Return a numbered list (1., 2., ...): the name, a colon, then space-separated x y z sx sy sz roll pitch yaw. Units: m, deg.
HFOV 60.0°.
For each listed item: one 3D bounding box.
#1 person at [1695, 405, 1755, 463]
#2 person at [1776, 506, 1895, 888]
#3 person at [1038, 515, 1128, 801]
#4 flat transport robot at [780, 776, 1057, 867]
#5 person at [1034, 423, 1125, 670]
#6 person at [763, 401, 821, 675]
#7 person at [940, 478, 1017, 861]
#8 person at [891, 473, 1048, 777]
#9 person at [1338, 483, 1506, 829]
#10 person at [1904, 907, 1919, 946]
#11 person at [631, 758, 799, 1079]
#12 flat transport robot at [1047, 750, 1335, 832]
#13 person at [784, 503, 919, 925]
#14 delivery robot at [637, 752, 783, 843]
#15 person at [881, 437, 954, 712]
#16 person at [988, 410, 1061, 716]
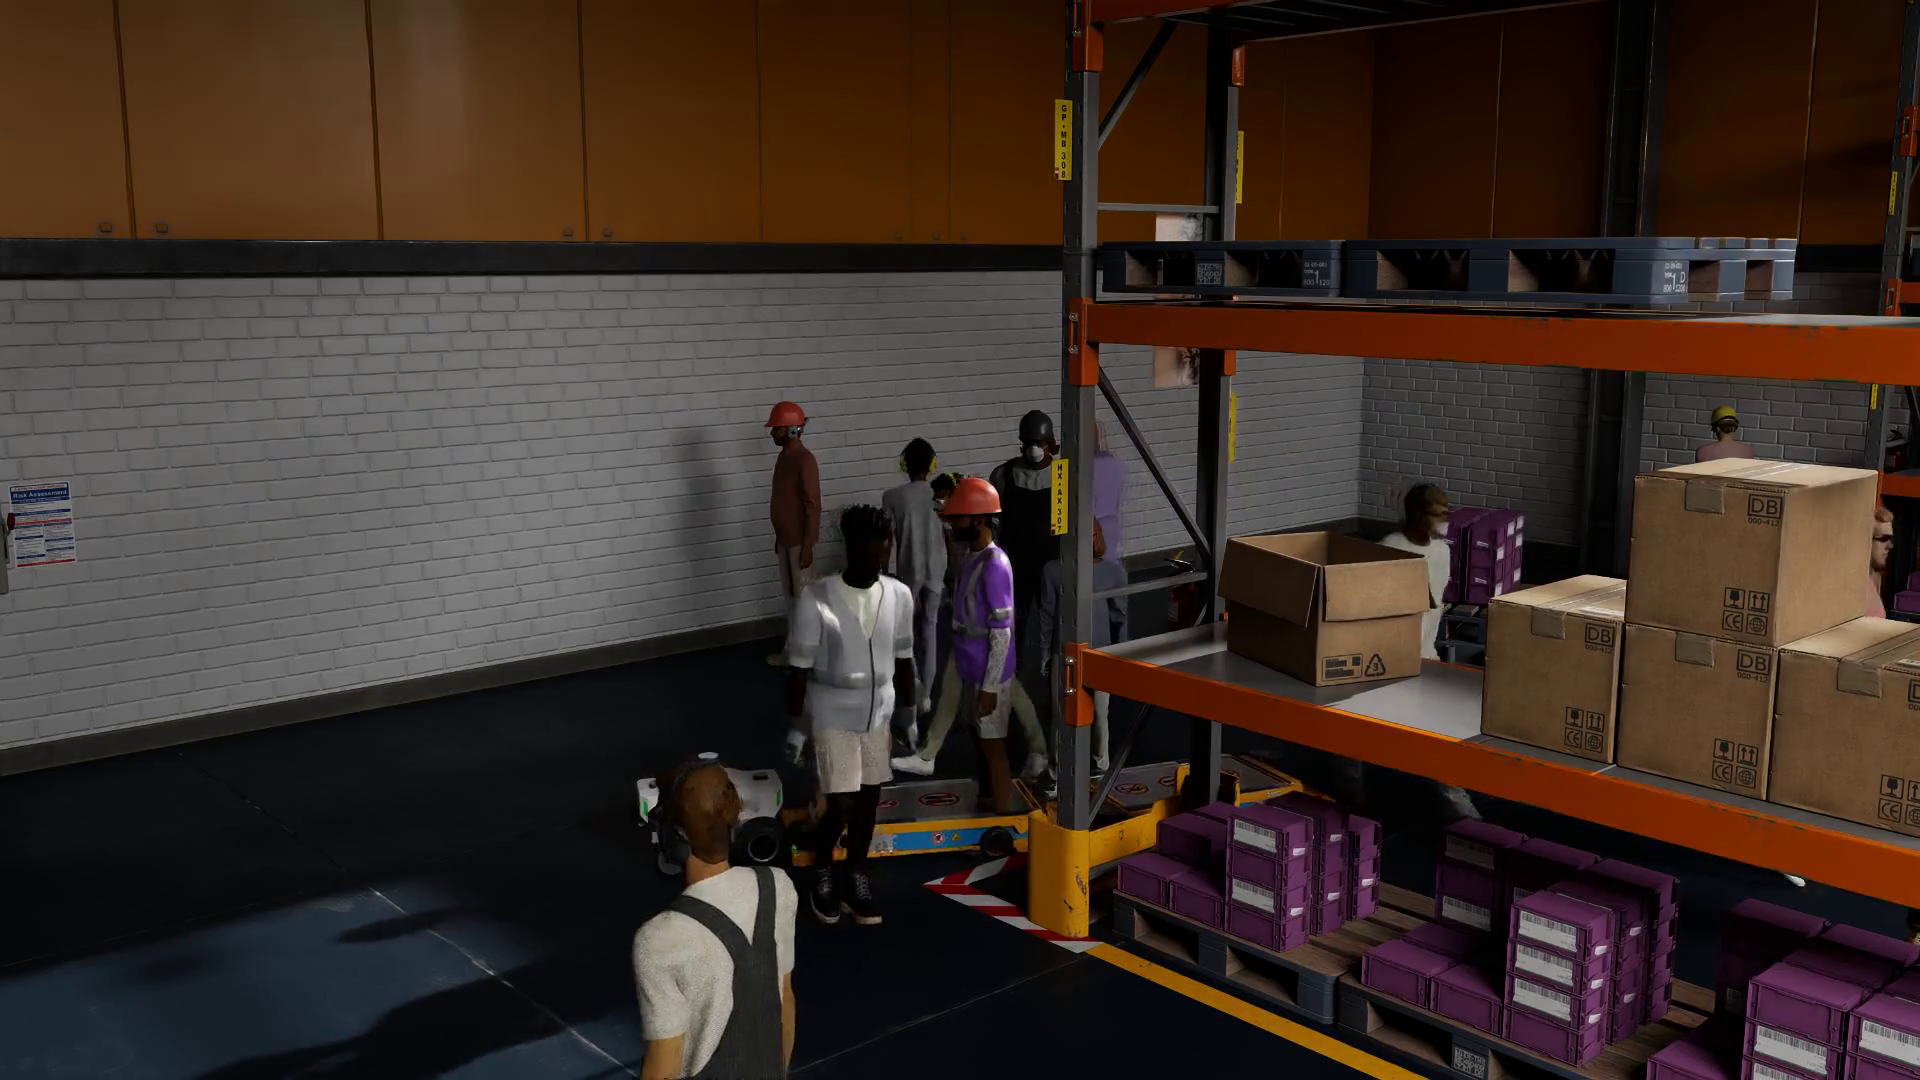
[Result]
1. person: 6.540 -0.276 14.324 0.524 1.760 0.326 0 10 -3
2. person: 4.189 0.758 7.907 0.462 1.886 0.640 6 11 30
3. person: 0.678 0.653 9.243 0.499 1.634 0.279 2 10 11
4. flat transport robot: -0.189 1.442 8.612 1.431 0.197 0.652 -2 10 -11
5. person: 0.846 0.068 11.912 0.673 1.882 0.759 -9 13 -42
6. person: -1.220 -0.016 12.108 0.397 1.992 0.623 -5 11 -26
7. person: 0.091 0.648 8.387 0.377 1.938 0.547 -2 10 -11
8. person: 0.101 0.506 9.628 0.946 1.813 0.592 -4 10 -20
9. person: 2.358 0.644 8.577 0.627 1.872 1.041 -6 11 -32
10. person: 4.256 1.001 7.011 0.320 1.698 0.538 -2 10 -11
11. person: -0.605 1.432 4.086 0.412 1.841 0.557 7 12 35
12. flat transport robot: 1.240 1.382 8.961 1.431 0.197 0.652 -4 11 -24
13. person: -0.479 0.795 7.463 0.663 1.953 0.426 -7 12 -35
14. delivery robot: -1.254 1.305 8.310 0.707 0.478 0.477 -3 10 -14
15. person: -0.262 0.258 10.949 0.514 1.845 0.547 -1 10 -8
16. person: 0.498 0.157 10.960 0.683 2.000 0.538 1 10 6
